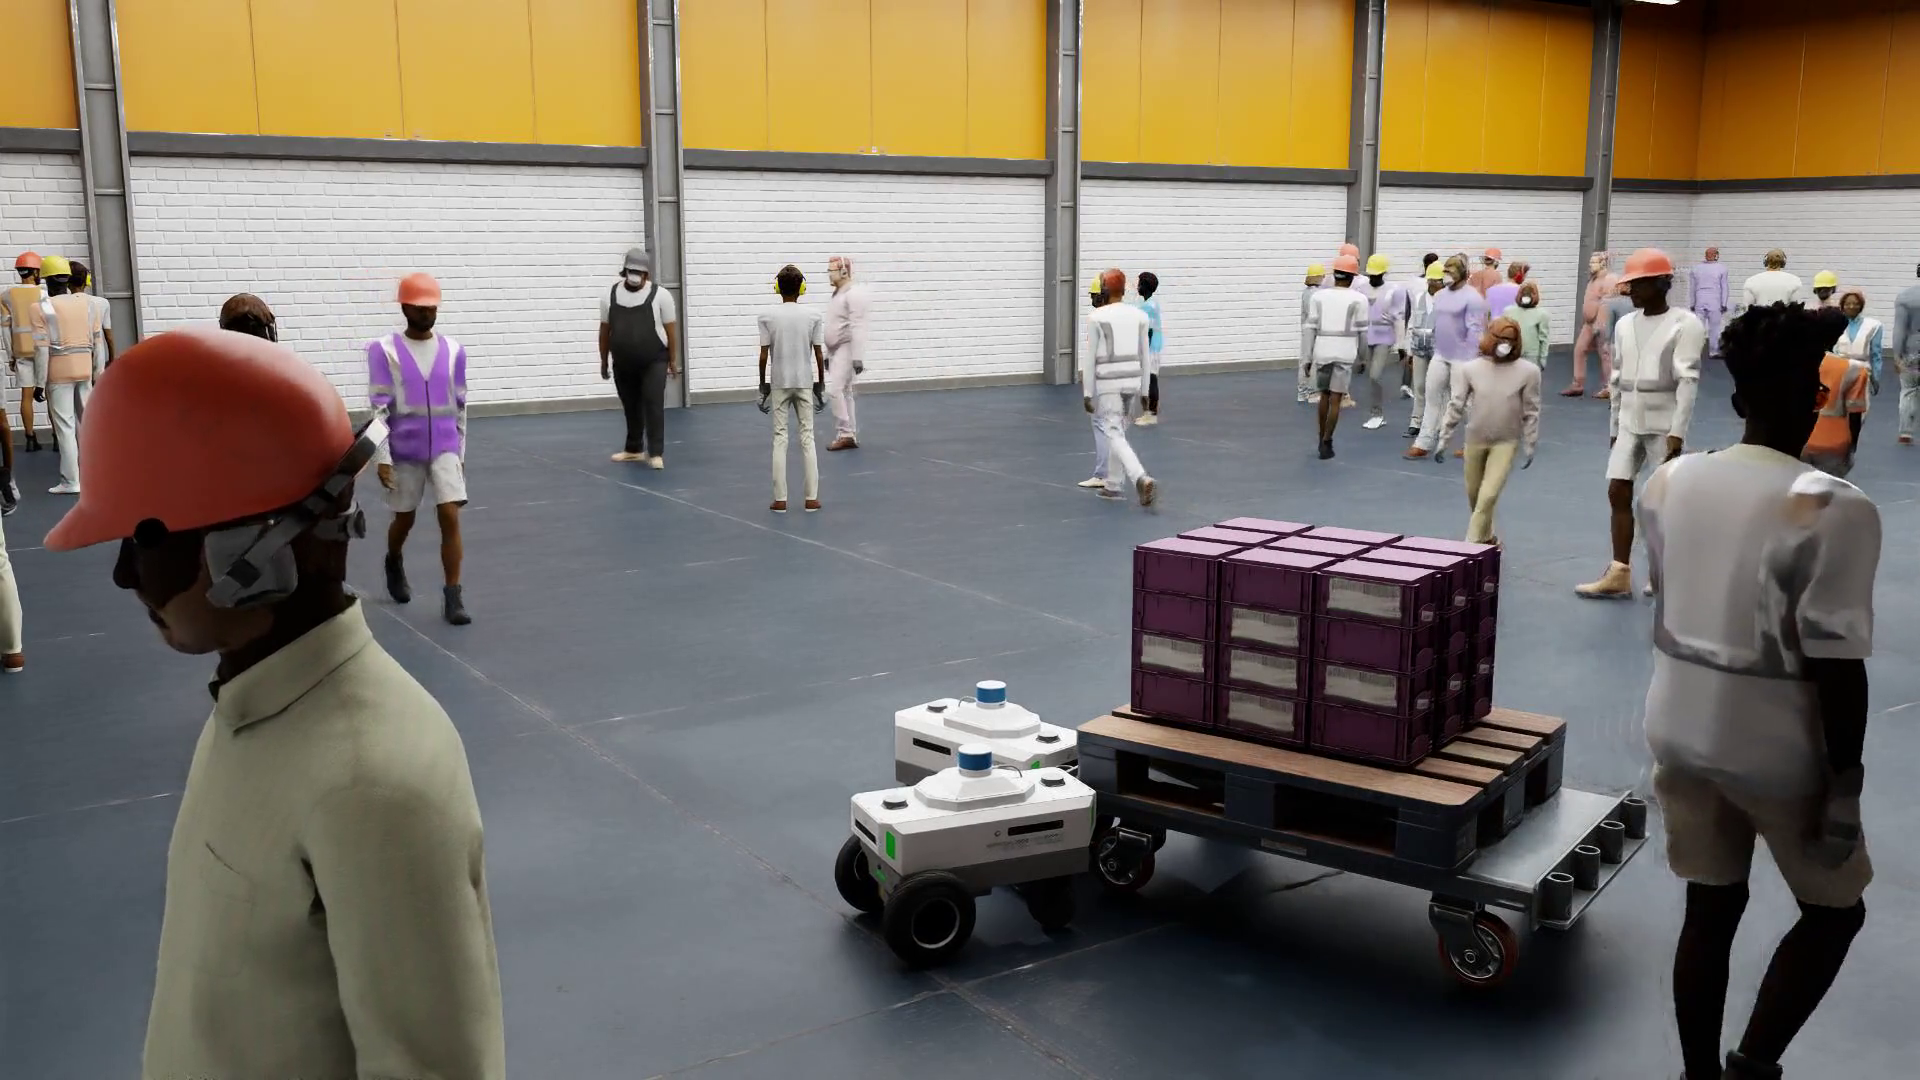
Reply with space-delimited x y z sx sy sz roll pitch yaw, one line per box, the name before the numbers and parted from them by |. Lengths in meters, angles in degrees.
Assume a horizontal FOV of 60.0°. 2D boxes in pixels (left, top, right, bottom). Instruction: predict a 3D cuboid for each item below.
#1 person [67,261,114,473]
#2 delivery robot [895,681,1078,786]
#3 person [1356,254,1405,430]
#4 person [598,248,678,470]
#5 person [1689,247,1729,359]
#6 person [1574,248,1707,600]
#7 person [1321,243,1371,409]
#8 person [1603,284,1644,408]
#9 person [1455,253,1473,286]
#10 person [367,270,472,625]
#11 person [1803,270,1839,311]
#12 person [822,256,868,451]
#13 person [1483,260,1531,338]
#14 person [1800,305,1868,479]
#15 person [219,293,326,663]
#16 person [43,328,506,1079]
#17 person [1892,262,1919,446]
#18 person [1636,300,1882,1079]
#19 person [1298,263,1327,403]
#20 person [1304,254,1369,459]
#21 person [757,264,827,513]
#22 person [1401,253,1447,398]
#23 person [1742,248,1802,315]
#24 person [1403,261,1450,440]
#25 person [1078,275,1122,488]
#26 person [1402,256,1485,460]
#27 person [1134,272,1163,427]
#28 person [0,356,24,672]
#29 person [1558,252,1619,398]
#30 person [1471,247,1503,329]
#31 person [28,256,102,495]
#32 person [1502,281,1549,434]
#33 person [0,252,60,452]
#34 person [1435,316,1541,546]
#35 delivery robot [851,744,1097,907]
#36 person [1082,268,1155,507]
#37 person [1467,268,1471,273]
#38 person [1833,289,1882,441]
person | -7.701 -1.511 14.638 0.313 1.864 0.530 9 14 40
delivery robot | 0.105 0.727 5.708 0.707 0.478 0.477 10 14 43
person | 4.490 -2.135 17.992 0.564 1.887 0.663 -9 14 -41
person | -2.940 -1.687 15.119 0.733 2.000 0.729 2 10 10
person | 12.787 -4.040 28.393 0.641 1.908 0.409 9 14 42
person | 3.947 -0.645 9.523 0.707 2.007 0.651 -6 12 -31
person | 4.560 -2.505 19.723 0.614 2.010 1.011 6 12 31
person | 7.968 -2.344 19.860 0.525 1.616 0.557 4 11 22
person | 7.491 -3.407 25.112 0.483 1.832 0.539 -10 14 -43
person | -2.970 -0.519 9.114 0.546 1.910 0.861 -7 12 -33
person | 8.433 -1.764 16.333 0.524 1.756 0.381 7 13 35
person | -1.206 -1.799 16.141 0.541 1.891 0.686 -5 11 -24
person | 6.199 -2.266 18.916 0.598 1.816 0.656 7 13 35
person | 5.103 -0.561 9.943 0.539 1.673 0.650 5 11 24
person | -2.957 -0.112 7.036 0.624 1.844 0.425 -3 11 -18
person | -0.696 0.766 1.822 0.401 1.985 0.612 -7 12 -33
person | 9.466 -1.836 16.290 0.637 1.920 0.829 3 11 18
person | 1.768 0.446 3.695 0.424 1.940 0.611 -5 11 -25
person | 4.464 -2.603 20.952 0.290 1.746 0.487 -3 11 -18
person | 3.592 -1.733 15.742 0.553 1.901 0.791 6 12 30
person | -1.272 -1.138 12.578 0.532 1.870 0.319 -2 10 -9
person | 6.013 -2.778 21.551 0.602 1.883 0.966 8 13 38
person | 9.551 -2.458 19.623 0.627 1.941 0.371 5 11 24
person | 4.864 -1.949 17.135 0.588 1.830 0.404 9 13 39
person | 1.187 -1.316 13.844 0.310 1.768 0.533 7 13 35
person | 4.582 -1.690 15.520 0.843 1.906 0.651 -5 12 -28
person | 2.070 -2.093 18.292 0.319 1.696 0.546 2 11 11
person | -4.711 -0.265 7.814 0.329 1.865 0.514 10 14 43
person | 8.127 -2.757 21.414 0.797 1.877 0.654 -1 10 -4
person | 7.618 -3.317 24.364 1.052 1.943 0.628 -6 12 -30
person | -7.237 -1.329 13.474 0.373 1.923 0.595 5 11 26
person | 6.011 -1.946 17.686 0.511 1.616 0.490 7 13 35
person | -8.946 -1.811 16.107 0.547 1.928 0.385 -1 10 -8
person | 3.311 -0.603 10.392 0.594 1.595 0.679 5 12 26
delivery robot | 0.047 0.856 4.997 0.707 0.478 0.477 -5 11 -23
person | 1.262 -1.162 12.807 0.574 1.852 0.871 -6 12 -30
person | 8.028 -3.594 26.789 0.516 1.597 0.854 9 14 40
person | 7.854 -1.412 14.746 0.531 1.622 0.423 4 11 22
